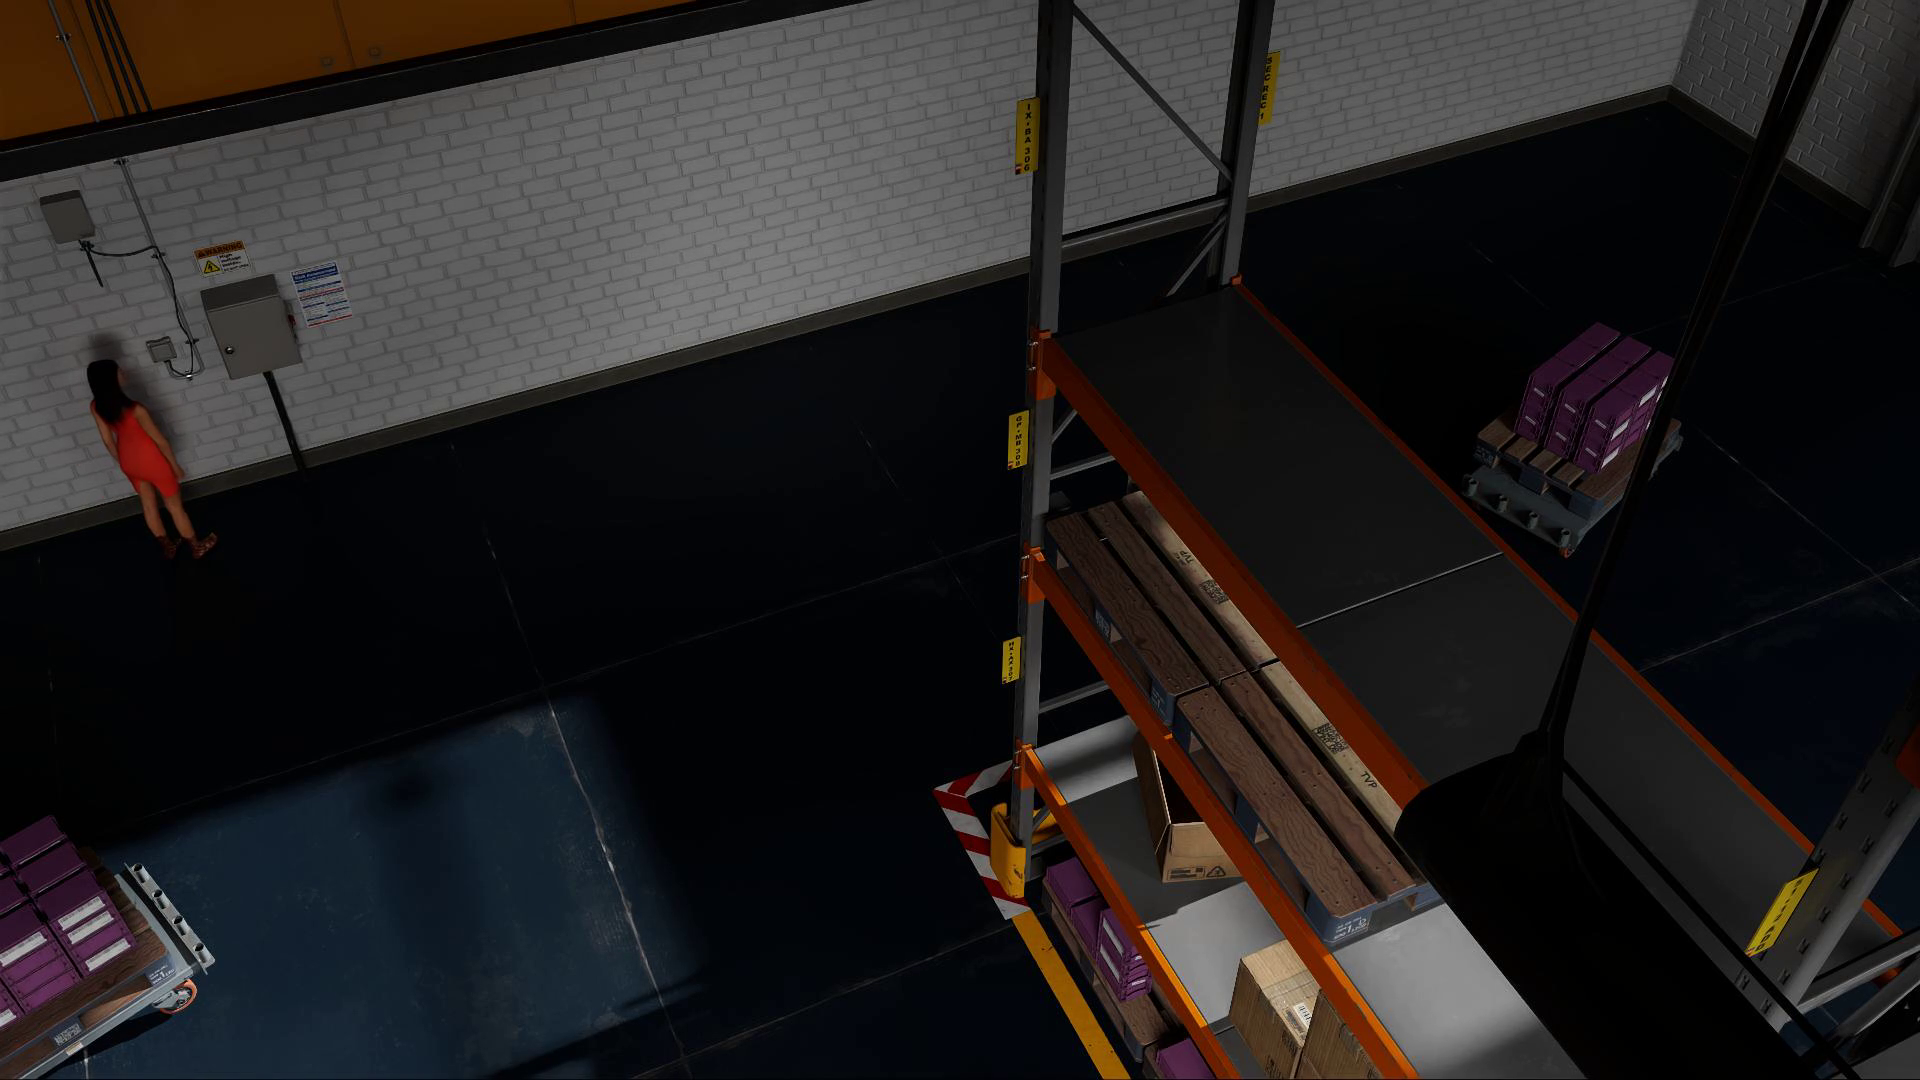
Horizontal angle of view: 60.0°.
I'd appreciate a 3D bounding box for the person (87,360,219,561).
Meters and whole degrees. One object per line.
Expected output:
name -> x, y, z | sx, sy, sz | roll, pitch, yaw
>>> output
person -> -5.640, -0.529, 11.513 | 0.673, 1.719, 0.696 | 5, 44, 5
